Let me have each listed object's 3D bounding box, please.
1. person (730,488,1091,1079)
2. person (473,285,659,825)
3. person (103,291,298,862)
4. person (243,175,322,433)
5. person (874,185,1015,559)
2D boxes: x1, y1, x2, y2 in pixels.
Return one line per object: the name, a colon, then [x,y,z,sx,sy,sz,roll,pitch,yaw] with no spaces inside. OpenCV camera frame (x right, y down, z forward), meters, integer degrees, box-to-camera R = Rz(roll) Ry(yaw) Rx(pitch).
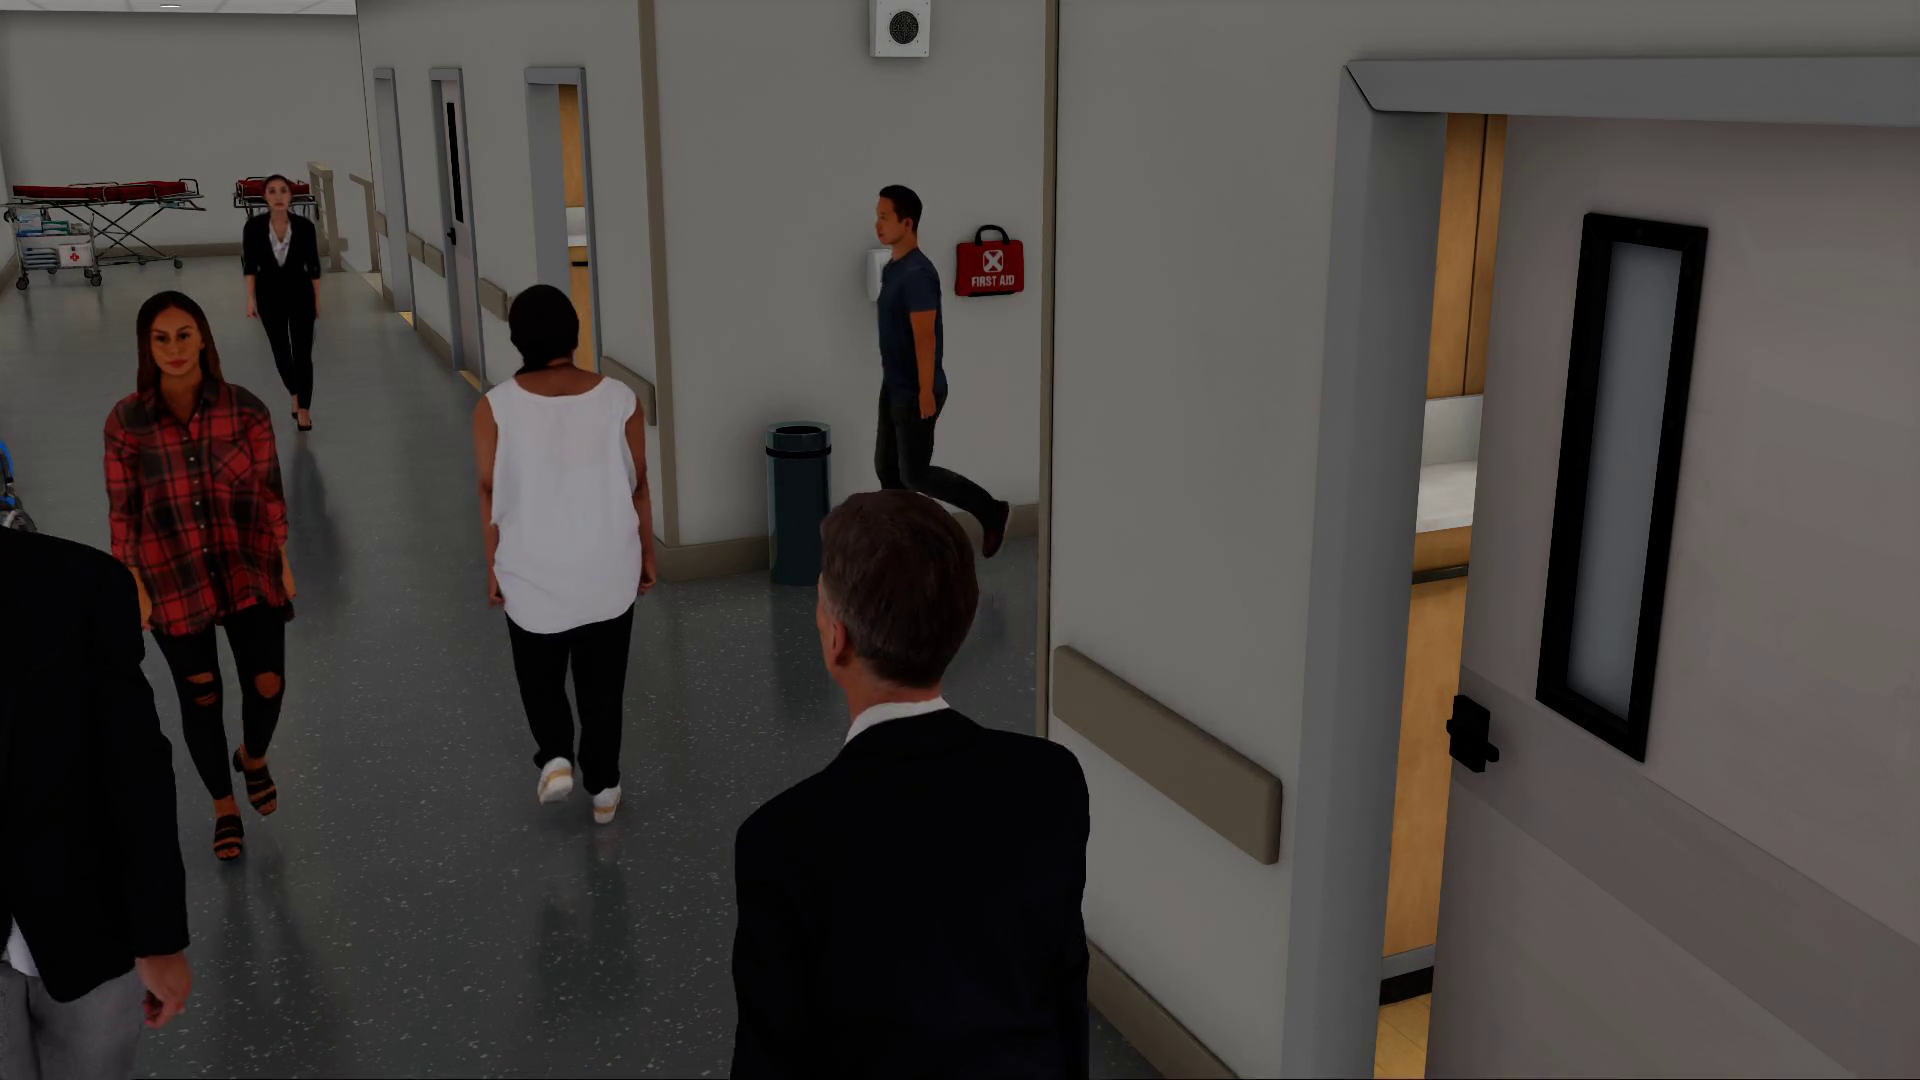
person: [-0.012,0.846,2.093,0.674,1.804,0.728,-7,17,-24]
person: [-1.197,0.085,5.031,0.713,1.675,0.673,-4,16,-13]
person: [-2.216,0.107,4.916,0.627,1.693,0.640,-7,17,-22]
person: [-4.391,-1.520,10.843,0.692,1.610,1.096,-5,17,-17]
person: [-0.122,-0.691,7.578,0.831,1.785,0.943,-4,16,-14]
